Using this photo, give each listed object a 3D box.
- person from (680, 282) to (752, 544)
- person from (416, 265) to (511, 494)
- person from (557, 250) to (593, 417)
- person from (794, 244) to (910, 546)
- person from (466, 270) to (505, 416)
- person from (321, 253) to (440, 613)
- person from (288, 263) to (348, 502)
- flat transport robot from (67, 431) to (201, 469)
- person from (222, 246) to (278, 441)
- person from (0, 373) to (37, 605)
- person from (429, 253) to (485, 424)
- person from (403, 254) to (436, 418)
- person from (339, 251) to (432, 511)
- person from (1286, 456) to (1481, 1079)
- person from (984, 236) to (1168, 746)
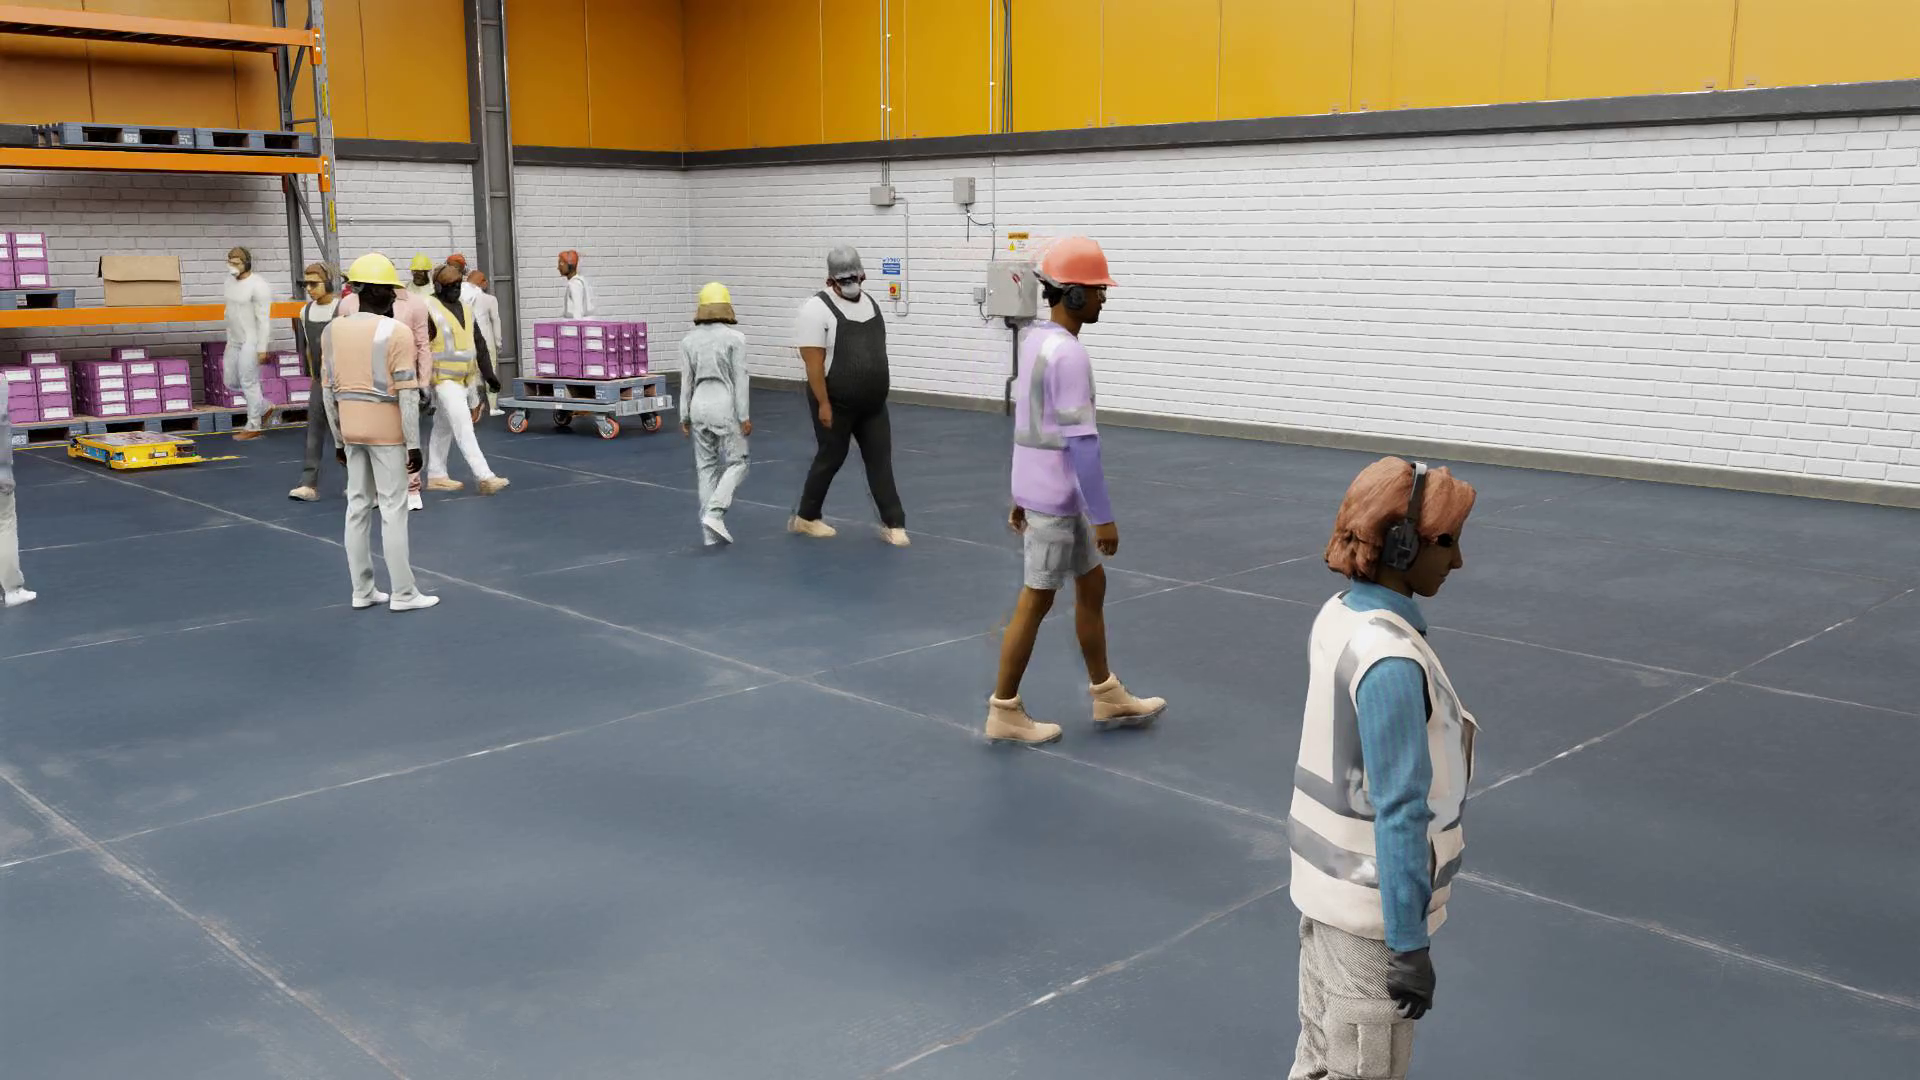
[{"bbox_3d":[-1.612,-0.812,10.826,0.505,1.720,0.532,4,11,22],"label":"person"},{"bbox_3d":[-3.877,-1.243,12.996,0.932,1.781,0.649,3,11,16],"label":"person"},{"bbox_3d":[-4.188,-2.276,18.444,0.517,1.865,0.622,-1,10,-8],"label":"person"},{"bbox_3d":[-0.762,-0.993,10.958,0.718,2.000,0.866,-9,14,-42],"label":"person"},{"bbox_3d":[-5.391,-2.208,18.690,0.499,1.634,0.279,1,10,3],"label":"person"},{"bbox_3d":[-3.138,-0.567,8.956,0.589,1.924,0.384,4,11,21],"label":"person"},{"bbox_3d":[-4.808,-1.183,12.629,0.521,1.804,0.873,2,11,13],"label":"person"},{"bbox_3d":[-7.376,-0.816,14.822,0.652,0.197,1.431,-10,14,-44],"label":"flat transport robot"},{"bbox_3d":[-6.999,-1.927,16.407,0.677,1.912,0.499,7,13,34],"label":"person"},{"bbox_3d":[-5.276,-0.378,8.808,0.507,1.605,0.795,0,10,0],"label":"person"},{"bbox_3d":[-5.270,-2.096,17.527,0.585,1.844,0.962,2,11,13],"label":"person"},{"bbox_3d":[-5.927,-2.251,18.422,0.616,1.814,0.427,2,11,11],"label":"person"},{"bbox_3d":[-4.213,-1.153,12.200,0.654,1.906,0.407,-2,11,-12],"label":"person"},{"bbox_3d":[0.746,0.665,3.014,0.310,1.640,0.514,0,10,1],"label":"person"},{"bbox_3d":[0.498,-0.176,6.585,0.915,2.004,0.662,-1,10,-7],"label":"person"}]
